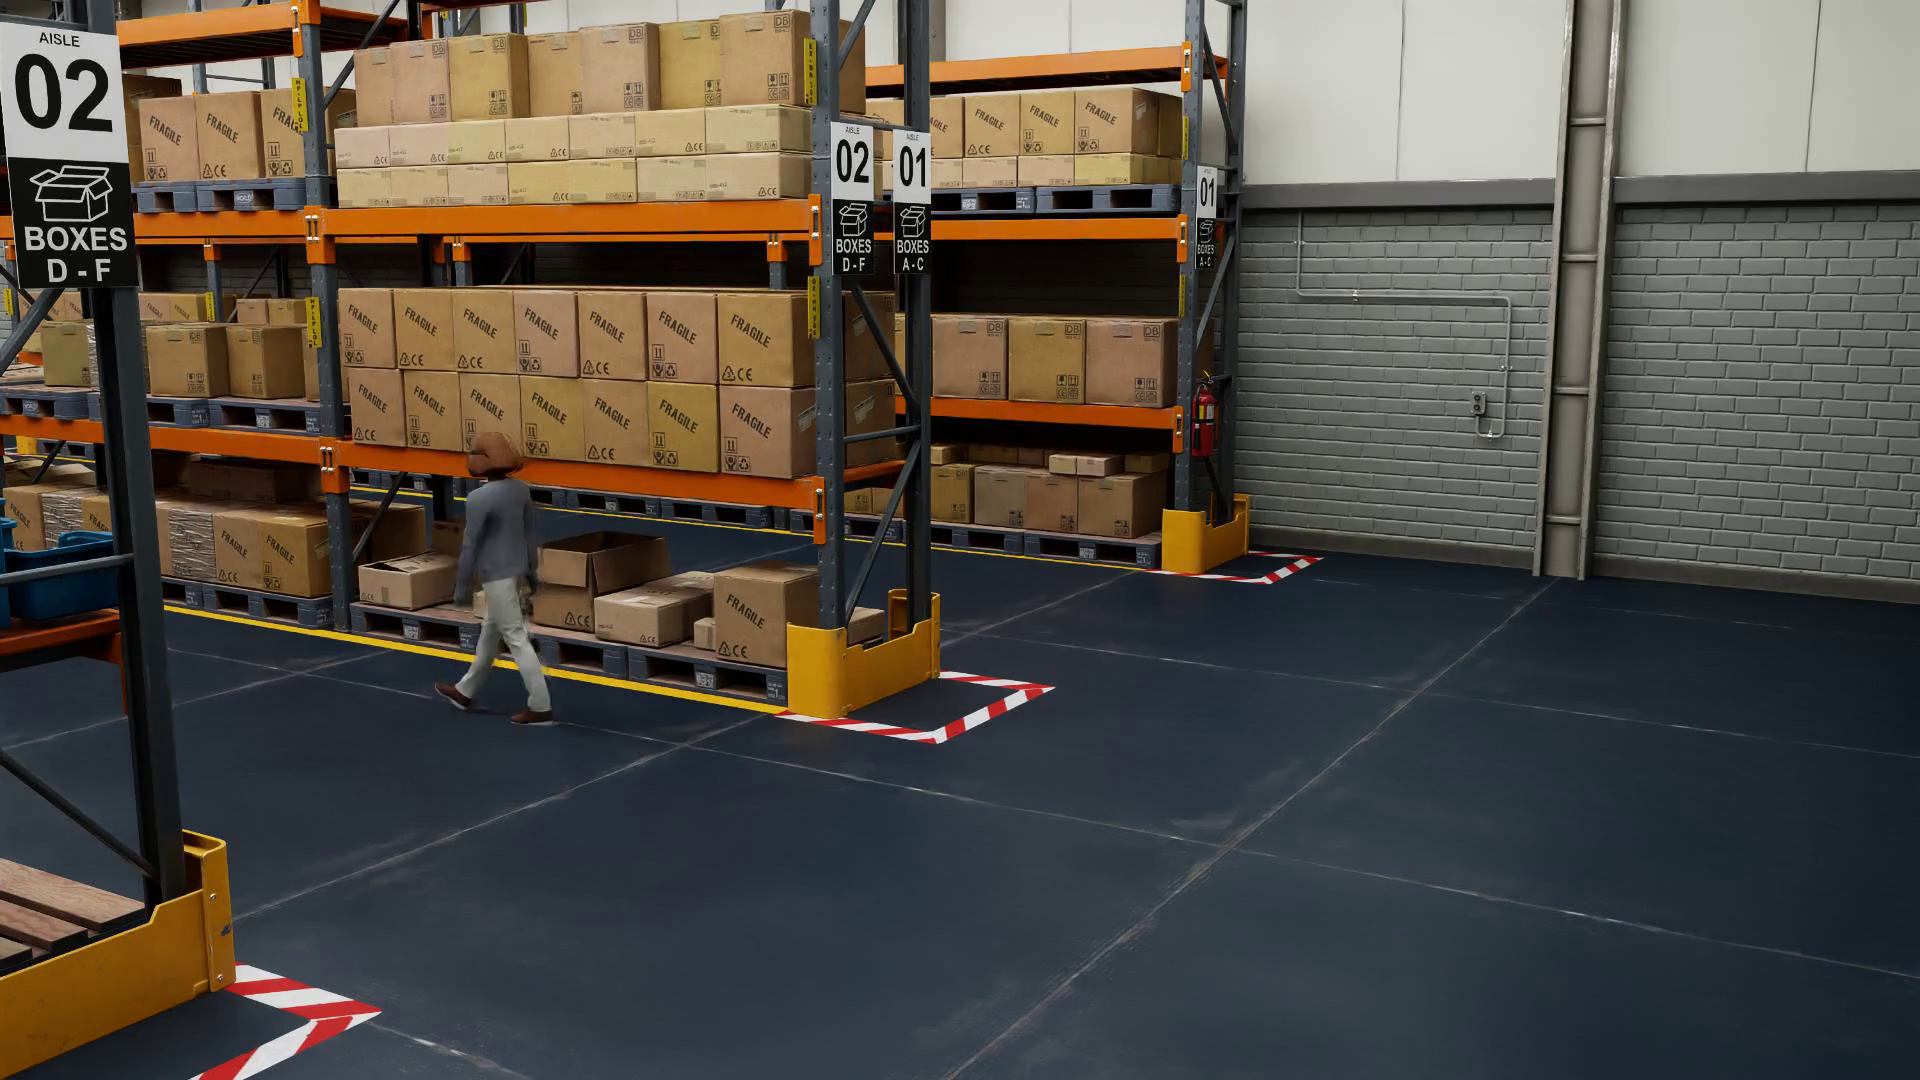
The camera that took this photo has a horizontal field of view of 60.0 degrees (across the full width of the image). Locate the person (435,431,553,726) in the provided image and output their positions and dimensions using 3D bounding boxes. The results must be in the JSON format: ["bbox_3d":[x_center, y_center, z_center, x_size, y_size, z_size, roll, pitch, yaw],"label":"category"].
[{"bbox_3d":[-2.567,0.207,9.016,0.825,1.585,0.523,3,10,17],"label":"person"}]

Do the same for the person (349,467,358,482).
[{"bbox_3d":[-5.235,-0.783,13.762,0.380,1.959,0.601,9,13,43],"label":"person"}]
